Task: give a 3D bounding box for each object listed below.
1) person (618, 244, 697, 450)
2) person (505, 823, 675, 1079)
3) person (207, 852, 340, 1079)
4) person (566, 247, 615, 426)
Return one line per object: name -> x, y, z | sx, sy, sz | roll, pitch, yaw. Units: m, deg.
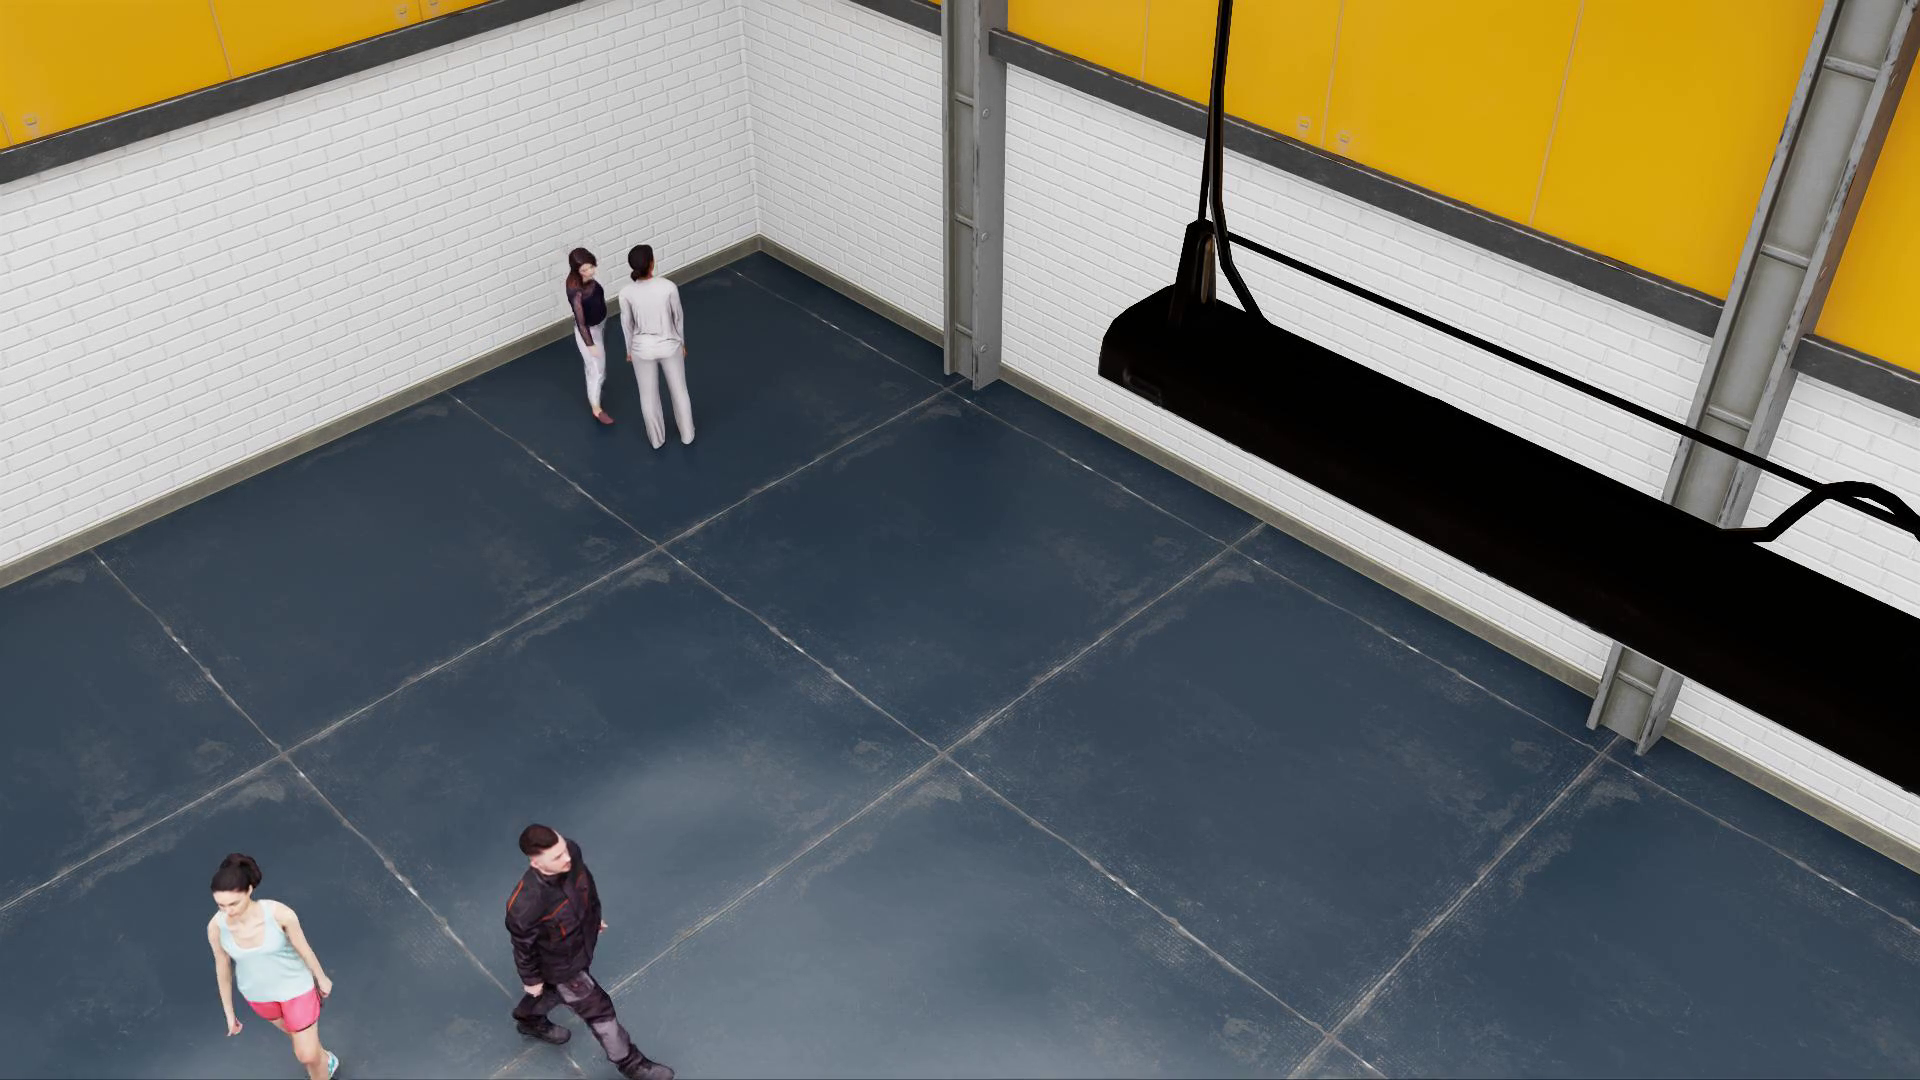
person -> -2.350, -1.488, 12.886 | 0.722, 1.737, 0.738 | -7, 39, -9
person -> -2.071, 2.042, 8.406 | 1.299, 1.813, 1.088 | 11, 40, 13
person -> -3.377, 2.170, 8.294 | 0.836, 1.752, 0.904 | -4, 39, -5
person -> -2.931, -1.654, 13.209 | 0.873, 1.594, 0.753 | -11, 40, -13
